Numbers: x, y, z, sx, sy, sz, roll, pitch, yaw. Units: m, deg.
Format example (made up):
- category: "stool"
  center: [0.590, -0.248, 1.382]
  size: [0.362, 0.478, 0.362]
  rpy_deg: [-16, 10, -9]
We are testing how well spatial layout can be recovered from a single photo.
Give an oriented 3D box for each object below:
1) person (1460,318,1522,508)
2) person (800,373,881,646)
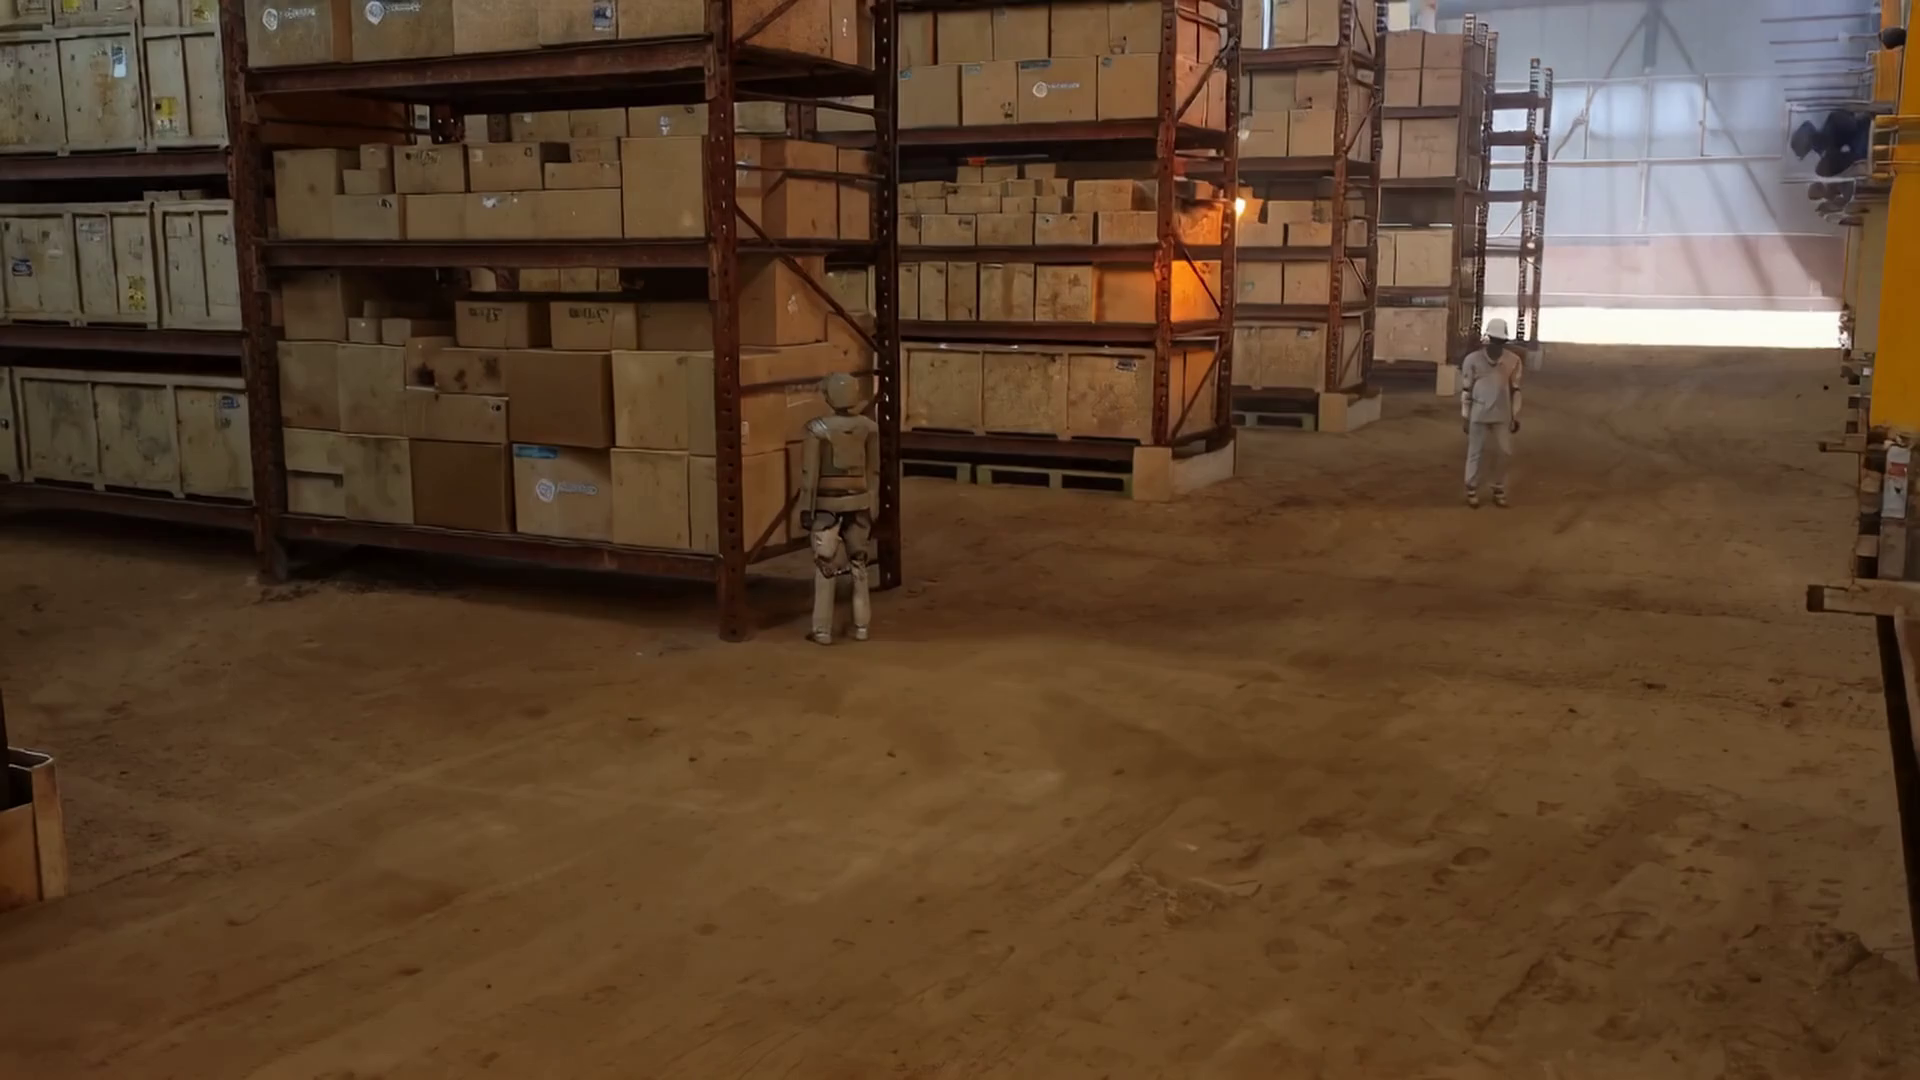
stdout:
- category: "person"
  center: [4.860, -1.154, 15.206]
  size: [0.565, 1.745, 0.349]
  rpy_deg: [0, 10, -2]
- category: "person"
  center: [-0.703, -0.181, 9.918]
  size: [0.525, 1.632, 0.312]
  rpy_deg: [-6, 11, -30]
